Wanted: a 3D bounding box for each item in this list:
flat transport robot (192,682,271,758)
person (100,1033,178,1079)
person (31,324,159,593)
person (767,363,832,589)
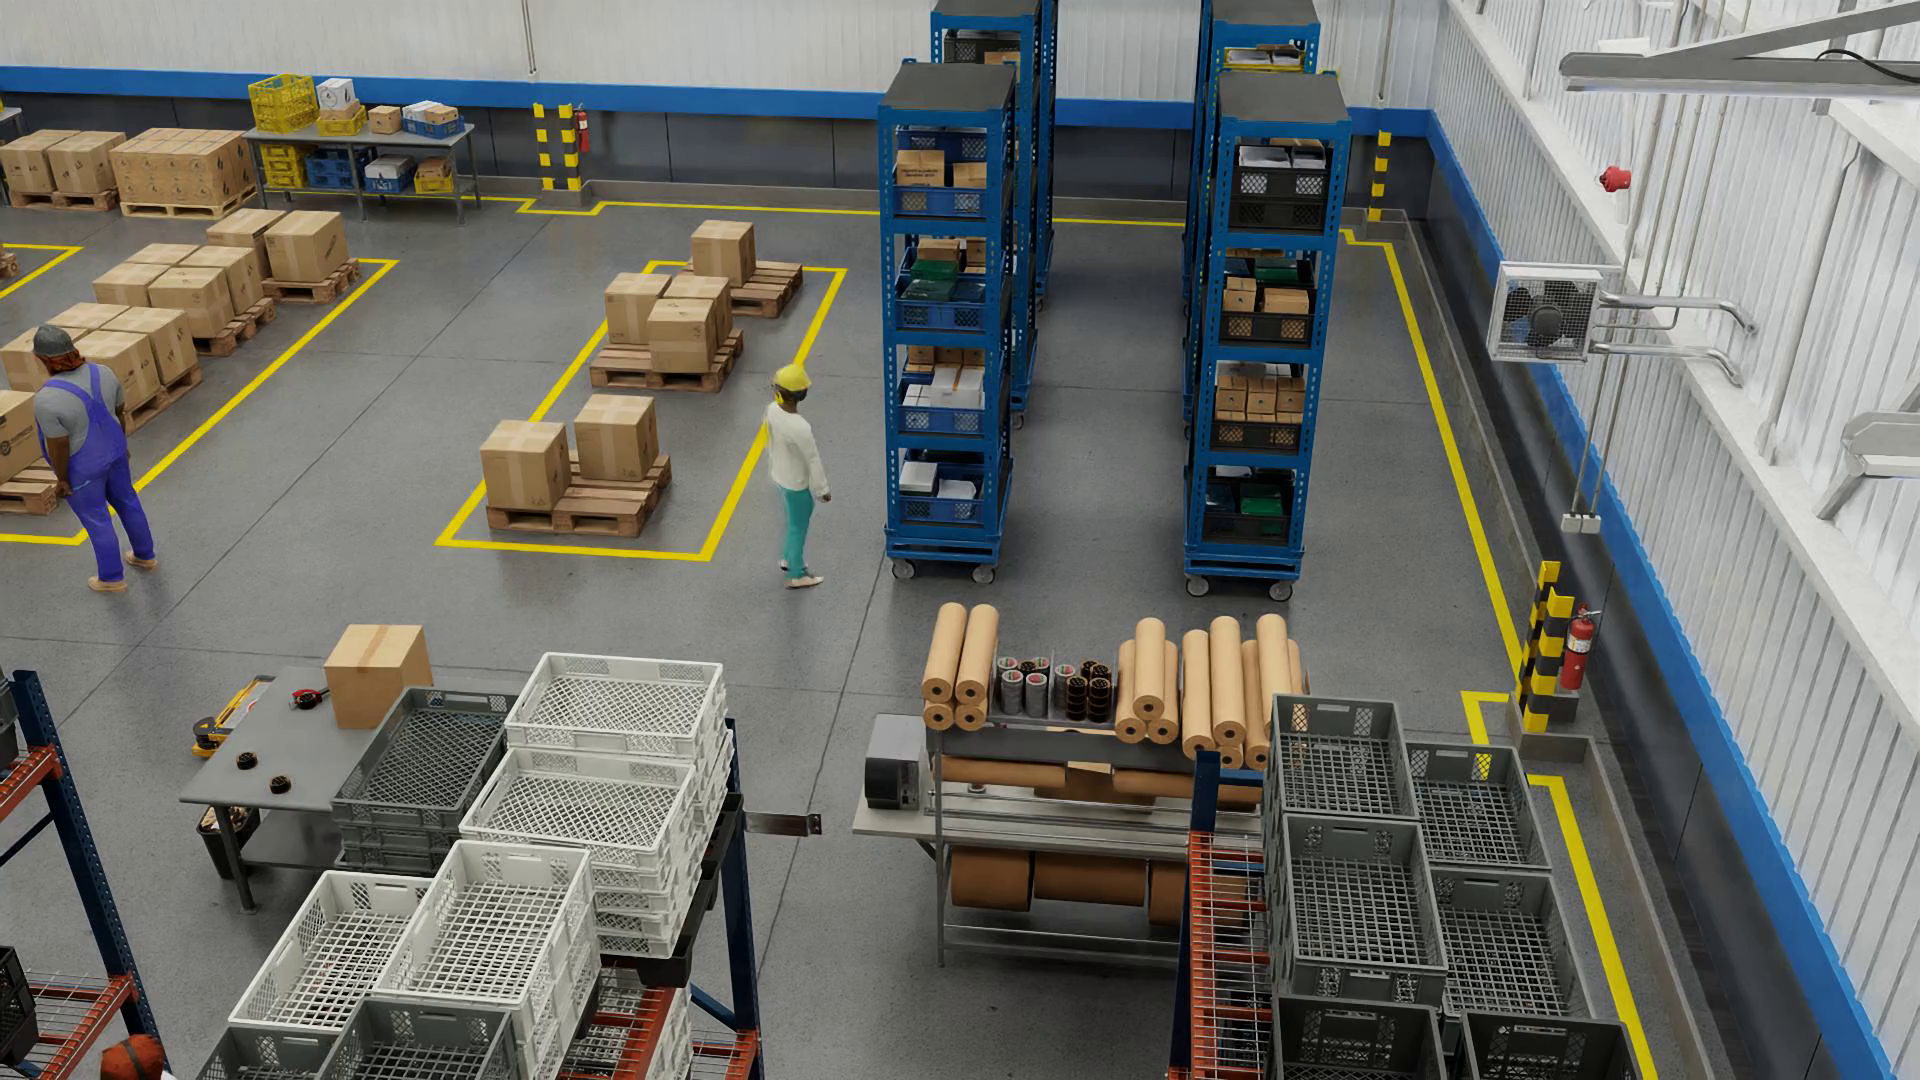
[{"bbox_3d":[-4.089,1.163,10.648,1.431,0.197,0.652,3,30,6],"label":"flat transport robot"},{"bbox_3d":[-3.033,2.645,6.525,0.573,1.883,0.355,24,38,35],"label":"person"},{"bbox_3d":[-6.286,-0.595,11.936,0.536,2.000,0.685,10,32,17],"label":"person"},{"bbox_3d":[-1.153,-0.442,11.953,0.384,1.757,0.542,-16,34,-25],"label":"person"}]
